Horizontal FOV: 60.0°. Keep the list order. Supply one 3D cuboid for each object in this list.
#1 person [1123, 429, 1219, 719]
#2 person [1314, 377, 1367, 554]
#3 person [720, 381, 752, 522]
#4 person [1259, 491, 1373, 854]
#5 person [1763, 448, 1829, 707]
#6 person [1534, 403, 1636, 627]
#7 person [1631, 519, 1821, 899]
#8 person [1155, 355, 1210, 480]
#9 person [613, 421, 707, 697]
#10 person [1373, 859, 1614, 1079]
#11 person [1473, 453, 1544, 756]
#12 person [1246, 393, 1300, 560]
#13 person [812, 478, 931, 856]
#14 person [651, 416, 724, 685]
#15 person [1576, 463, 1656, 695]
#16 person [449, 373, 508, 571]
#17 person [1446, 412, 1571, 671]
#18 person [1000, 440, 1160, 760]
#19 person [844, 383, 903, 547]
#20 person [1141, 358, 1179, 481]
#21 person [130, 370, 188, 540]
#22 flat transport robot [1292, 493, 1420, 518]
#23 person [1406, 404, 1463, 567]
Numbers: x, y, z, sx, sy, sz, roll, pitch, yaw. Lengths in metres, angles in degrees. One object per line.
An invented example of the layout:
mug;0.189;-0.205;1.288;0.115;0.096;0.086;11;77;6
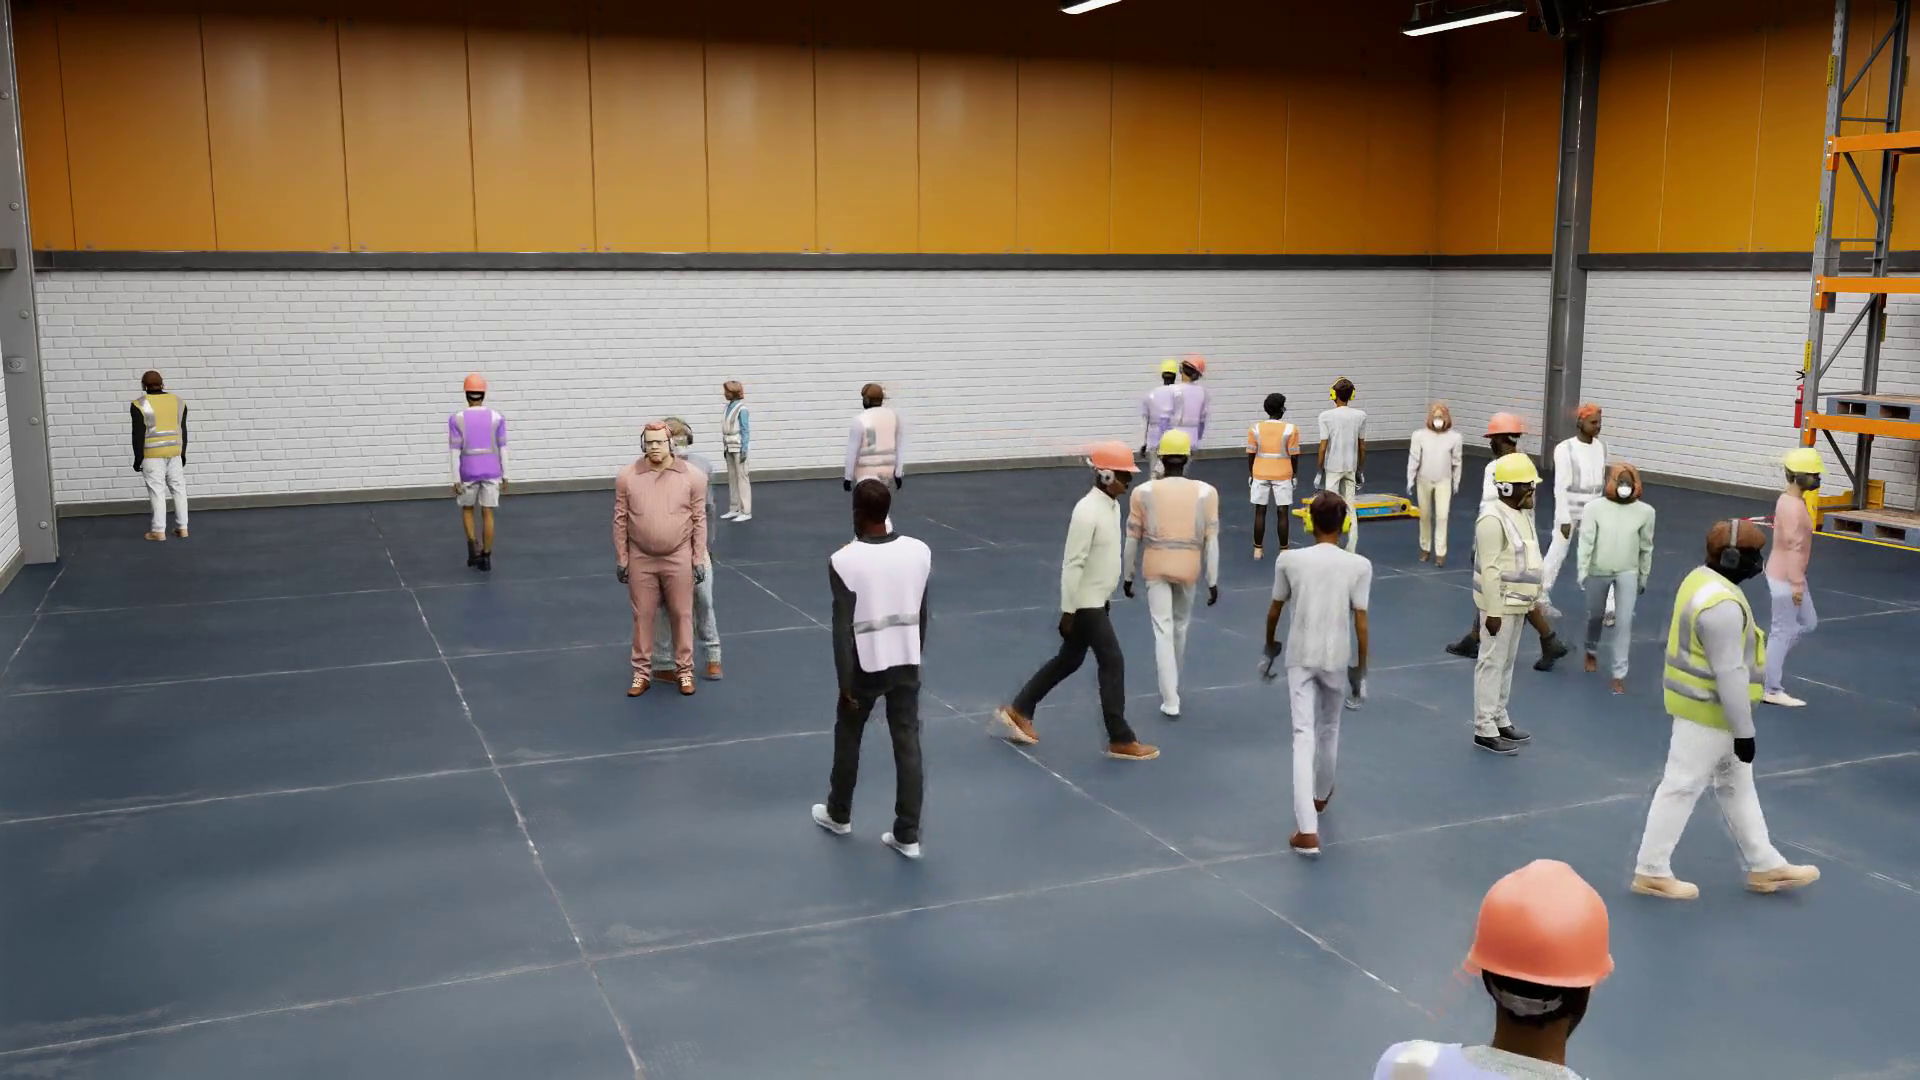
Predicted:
person;1.401;0.194;11.154;0.609;1.870;0.974;0;9;-2
person;3.742;-0.665;16.405;0.516;1.867;0.327;-2;10;-11
person;-2.601;-1.033;19.318;0.310;1.638;0.523;-6;11;-33
person;1.827;0.652;8.625;0.579;1.805;0.994;2;10;12
person;5.589;0.254;11.137;0.364;1.753;0.545;4;10;25
person;5.153;-0.209;13.745;0.605;1.824;1.000;-4;10;-24
person;3.600;0.805;7.690;0.908;1.801;0.658;3;10;19
person;2.406;-1.047;18.371;0.684;1.984;0.452;-6;11;-34
person;-2.063;0.129;11.465;0.642;1.909;0.408;-1;9;-6
person;1.000;1.514;3.028;0.545;1.916;0.580;6;11;31
person;3.353;0.378;10.174;0.403;1.835;0.588;6;11;34
person;3.135;-0.629;16.684;0.536;1.699;0.321;4;10;23
person;-0.447;0.622;8.529;0.604;1.884;0.867;-5;11;-29
person;-1.993;0.071;11.794;0.651;1.914;0.396;-8;12;-40
person;4.630;0.228;11.801;0.511;1.598;0.832;3;10;15
person;-4.676;-0.659;16.190;0.556;1.918;0.429;-4;10;-20
person;4.107;0.007;12.295;0.617;1.887;0.954;-8;12;-40
person;0.706;0.344;10.100;0.998;1.941;0.632;3;10;17
person;-0.880;-0.677;16.706;0.945;1.797;0.639;9;13;44
person;2.379;-1.154;19.255;0.597;1.901;0.732;3;10;15
person;-8.662;-0.912;17.993;0.430;1.837;0.624;6;11;33
flat transport robot;4.683;-0.387;19.536;1.431;0.197;0.652;-4;10;-24
person;4.679;-0.533;16.420;0.516;1.596;0.845;3;10;17
